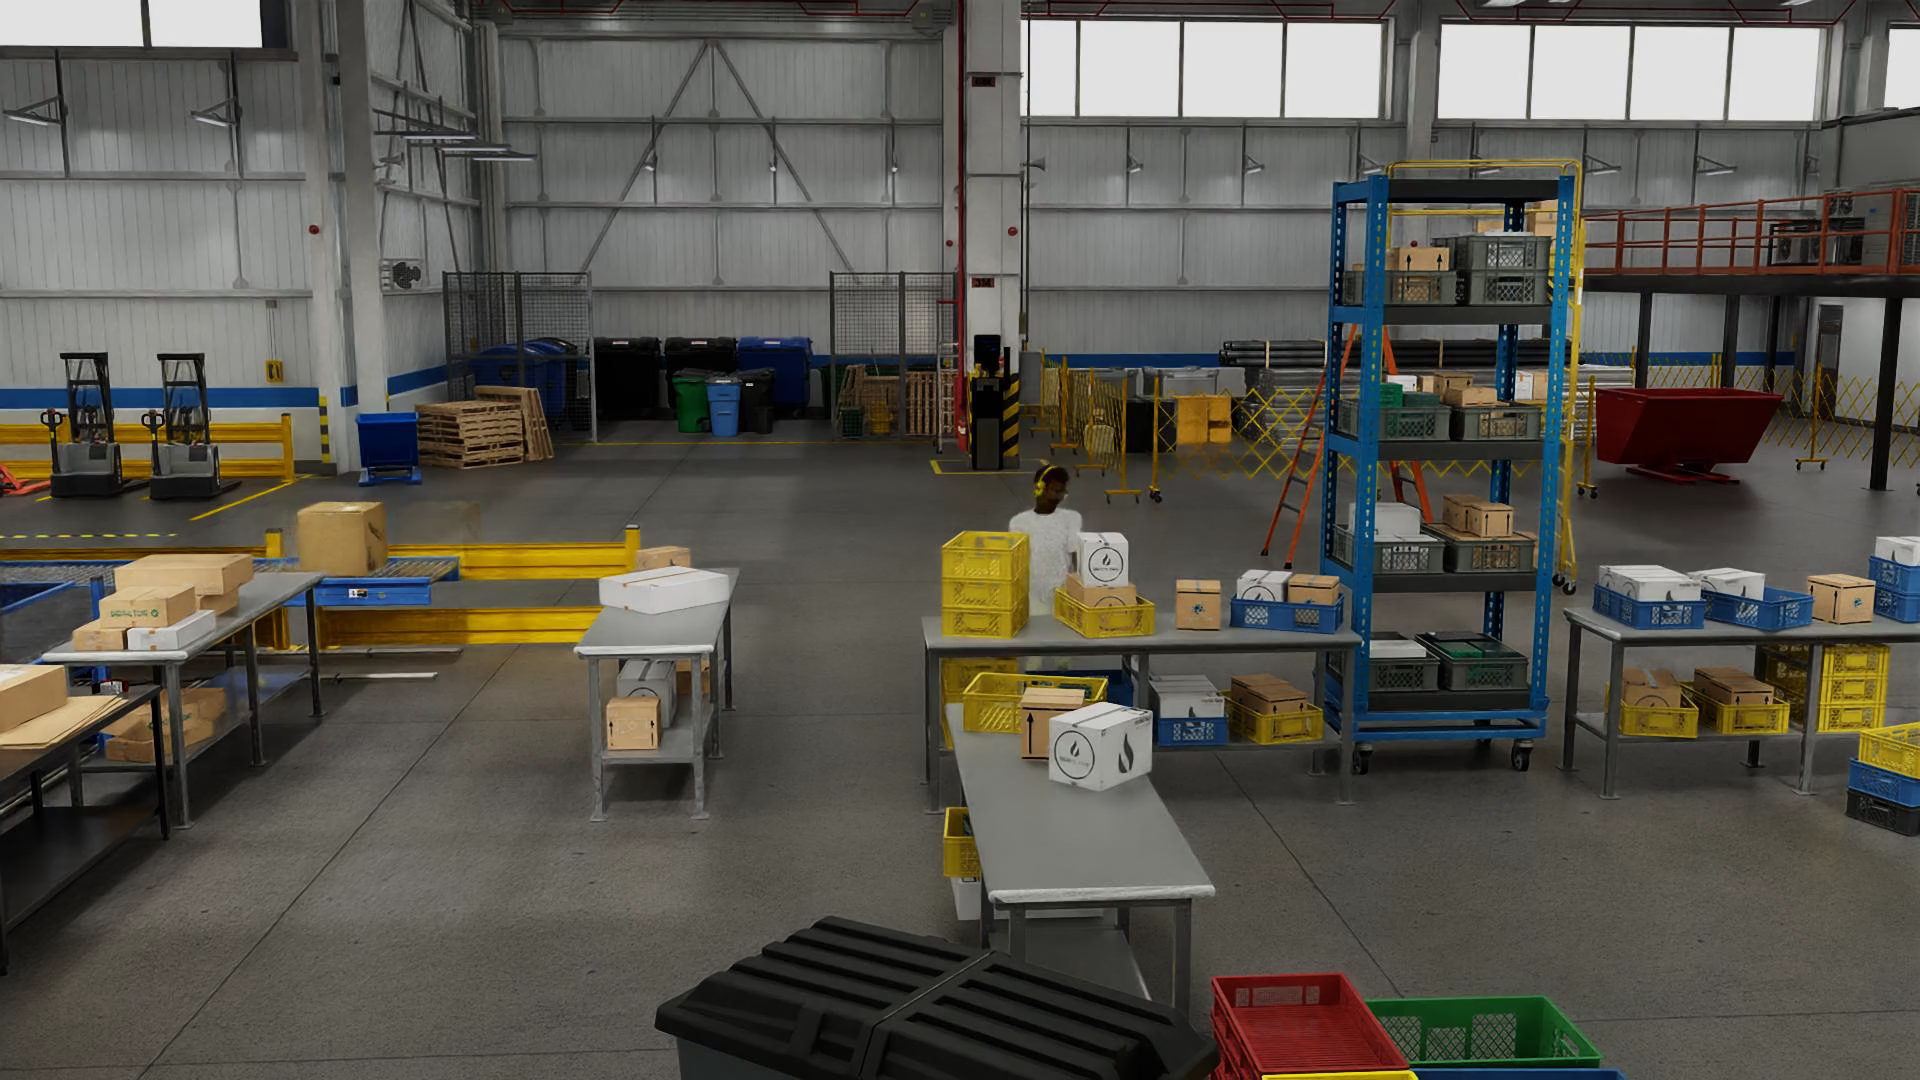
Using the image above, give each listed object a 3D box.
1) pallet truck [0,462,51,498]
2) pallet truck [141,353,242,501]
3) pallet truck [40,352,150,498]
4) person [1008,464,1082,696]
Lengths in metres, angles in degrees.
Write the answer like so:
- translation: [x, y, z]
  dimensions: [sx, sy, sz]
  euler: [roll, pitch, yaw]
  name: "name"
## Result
- translation: [-13.193, -1.293, 23.148]
  dimensions: [0.653, 1.274, 1.630]
  euler: [-1, 9, -4]
  name: "pallet truck"
- translation: [-10.520, -1.604, 22.925]
  dimensions: [0.823, 1.965, 1.885]
  euler: [-1, 9, -6]
  name: "pallet truck"
- translation: [-11.907, -1.642, 23.165]
  dimensions: [0.823, 1.965, 1.885]
  euler: [0, 9, 0]
  name: "pallet truck"
- translation: [0.560, 0.393, 10.966]
  dimensions: [0.485, 1.813, 0.880]
  euler: [-1, 9, -7]
  name: "person"
